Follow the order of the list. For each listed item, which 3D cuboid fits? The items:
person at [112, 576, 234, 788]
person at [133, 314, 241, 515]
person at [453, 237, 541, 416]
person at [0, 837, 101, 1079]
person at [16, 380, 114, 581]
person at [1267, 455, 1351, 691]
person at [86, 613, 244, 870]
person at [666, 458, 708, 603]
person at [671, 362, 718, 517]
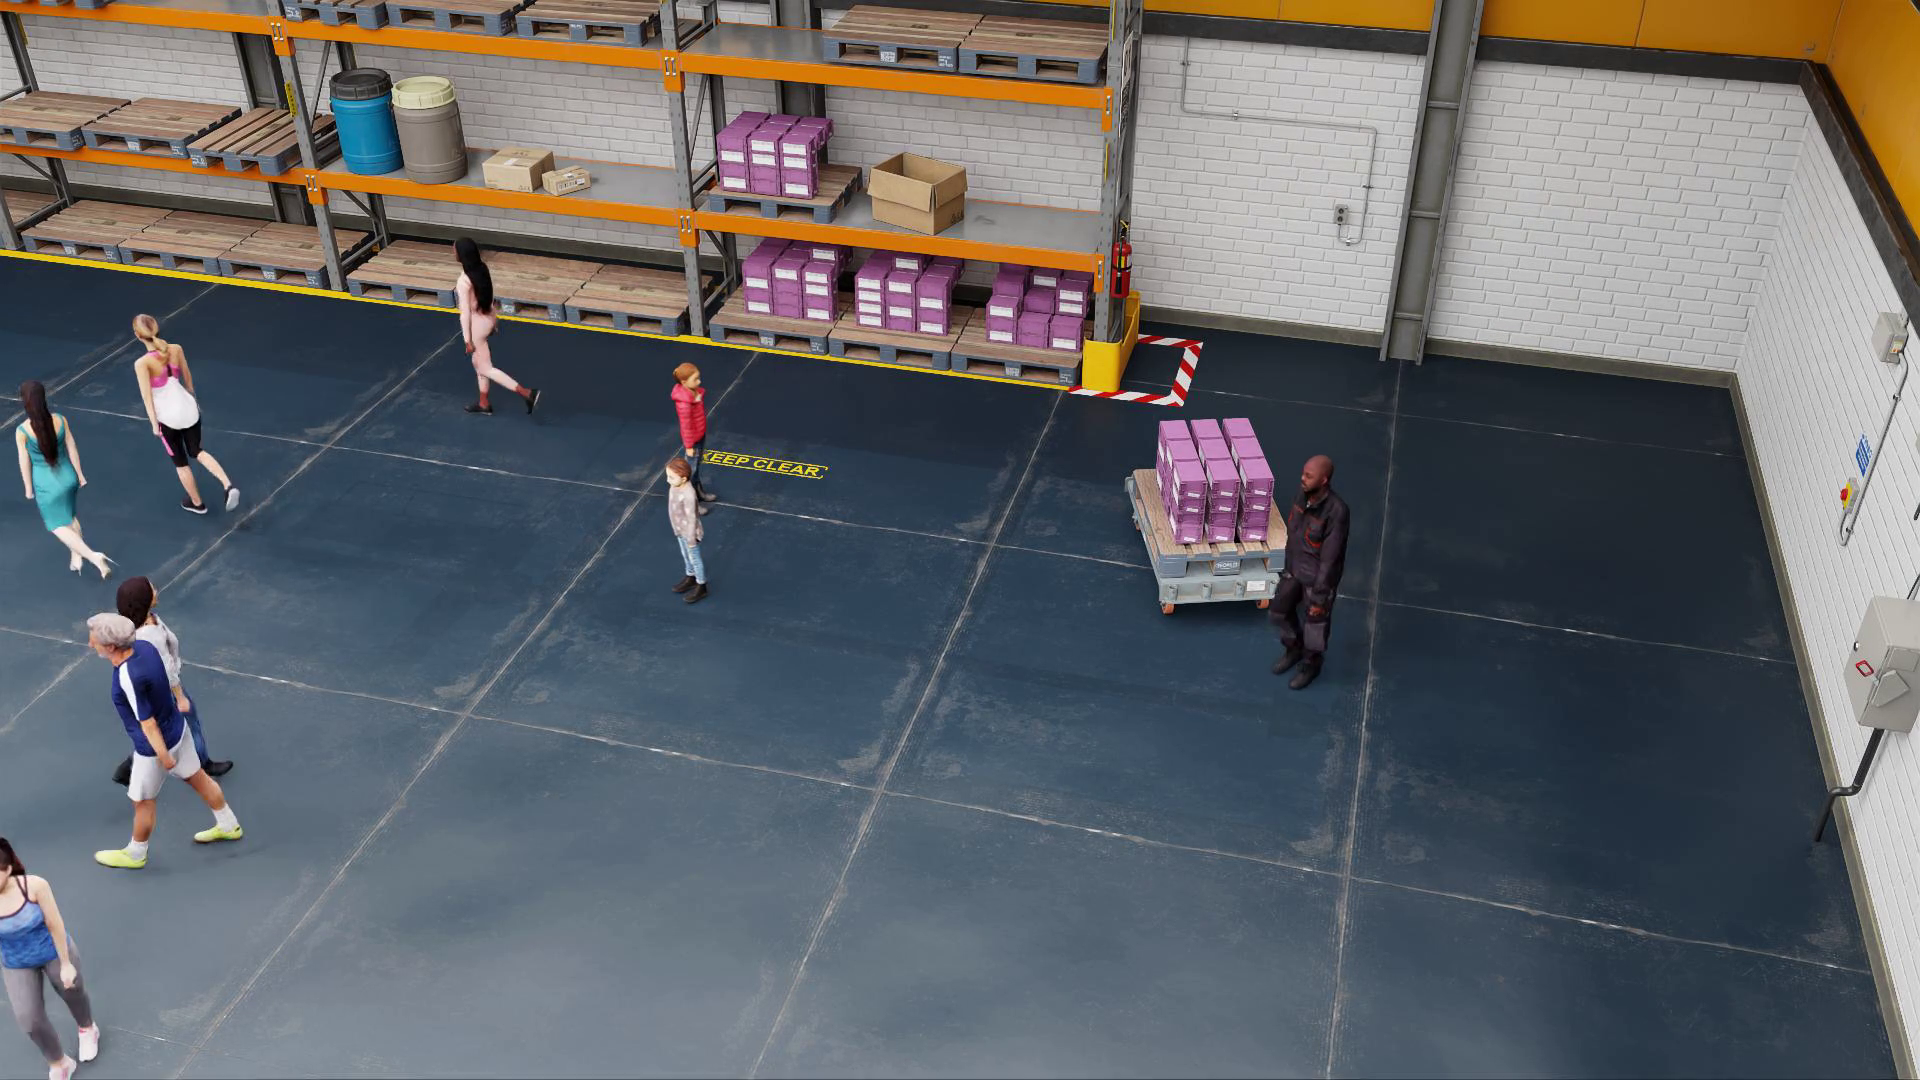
[{"bbox_3d":[-5.067,0.965,10.412,0.961,1.610,0.929,29,43,36],"label":"person"},{"bbox_3d":[-6.114,-0.933,13.121,0.970,1.772,0.738,17,37,24],"label":"person"},{"bbox_3d":[-4.103,-1.817,14.513,1.036,1.704,0.682,6,34,9],"label":"person"},{"bbox_3d":[-4.795,2.125,8.685,0.782,1.592,0.814,-11,35,-15],"label":"person"},{"bbox_3d":[-6.680,-0.377,12.386,0.964,1.661,0.741,20,39,27],"label":"person"},{"bbox_3d":[2.494,0.187,11.403,0.897,1.809,0.819,-22,39,-29],"label":"person"},{"bbox_3d":[-4.694,1.162,9.939,1.148,1.806,0.957,-7,34,-10],"label":"person"},{"bbox_3d":[-2.031,-0.099,12.390,0.611,1.193,0.549,-19,38,-26],"label":"person"},{"bbox_3d":[-2.157,-0.839,13.392,0.477,1.317,0.518,7,34,11],"label":"person"}]
